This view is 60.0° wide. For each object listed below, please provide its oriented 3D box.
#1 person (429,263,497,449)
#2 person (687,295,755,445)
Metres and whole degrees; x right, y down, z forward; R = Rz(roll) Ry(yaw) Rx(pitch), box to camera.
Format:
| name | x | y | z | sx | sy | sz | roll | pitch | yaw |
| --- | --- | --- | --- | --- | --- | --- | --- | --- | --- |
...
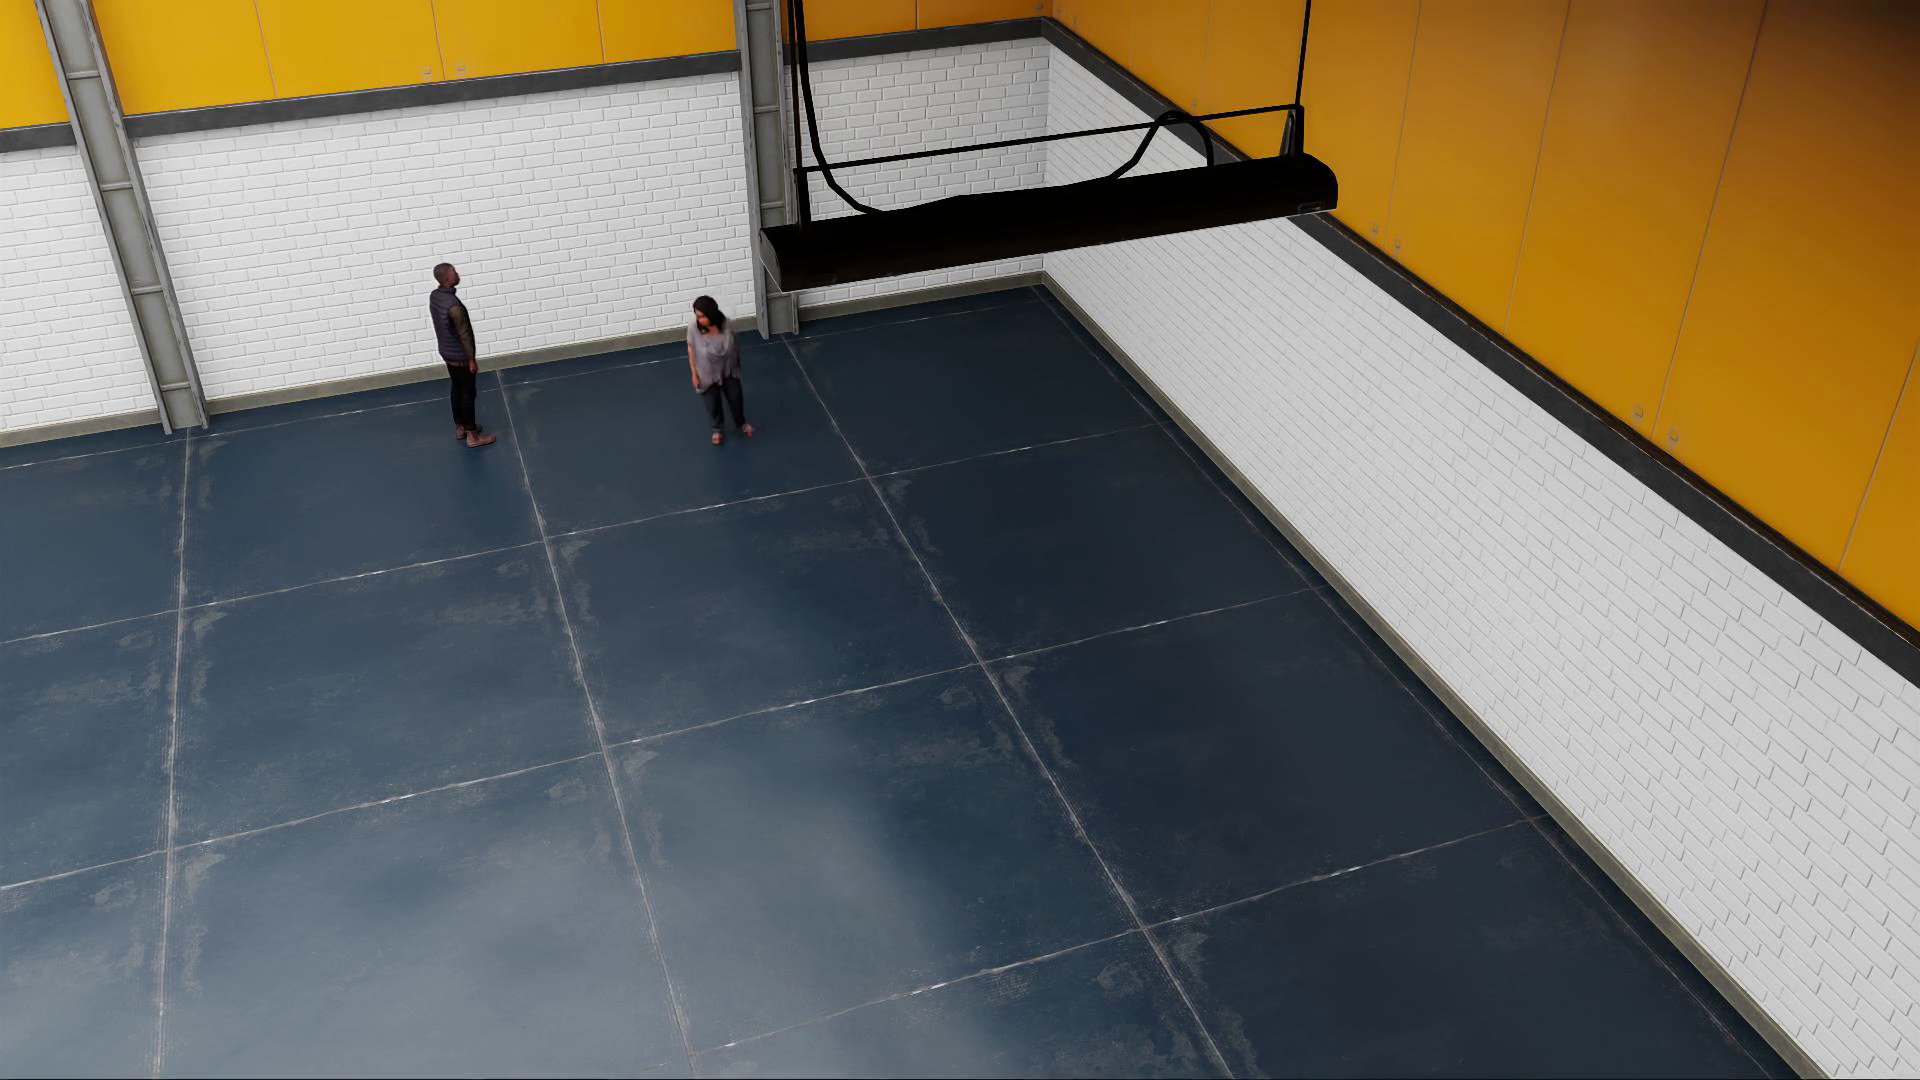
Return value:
| name | x | y | z | sx | sy | sz | roll | pitch | yaw |
| --- | --- | --- | --- | --- | --- | --- | --- | --- | --- |
| person | -4.728 | -1.756 | 15.658 | 0.696 | 1.835 | 0.768 | -25 | 41 | -32 |
| person | -2.280 | -1.642 | 15.721 | 0.608 | 1.574 | 0.776 | -20 | 38 | -27 |
